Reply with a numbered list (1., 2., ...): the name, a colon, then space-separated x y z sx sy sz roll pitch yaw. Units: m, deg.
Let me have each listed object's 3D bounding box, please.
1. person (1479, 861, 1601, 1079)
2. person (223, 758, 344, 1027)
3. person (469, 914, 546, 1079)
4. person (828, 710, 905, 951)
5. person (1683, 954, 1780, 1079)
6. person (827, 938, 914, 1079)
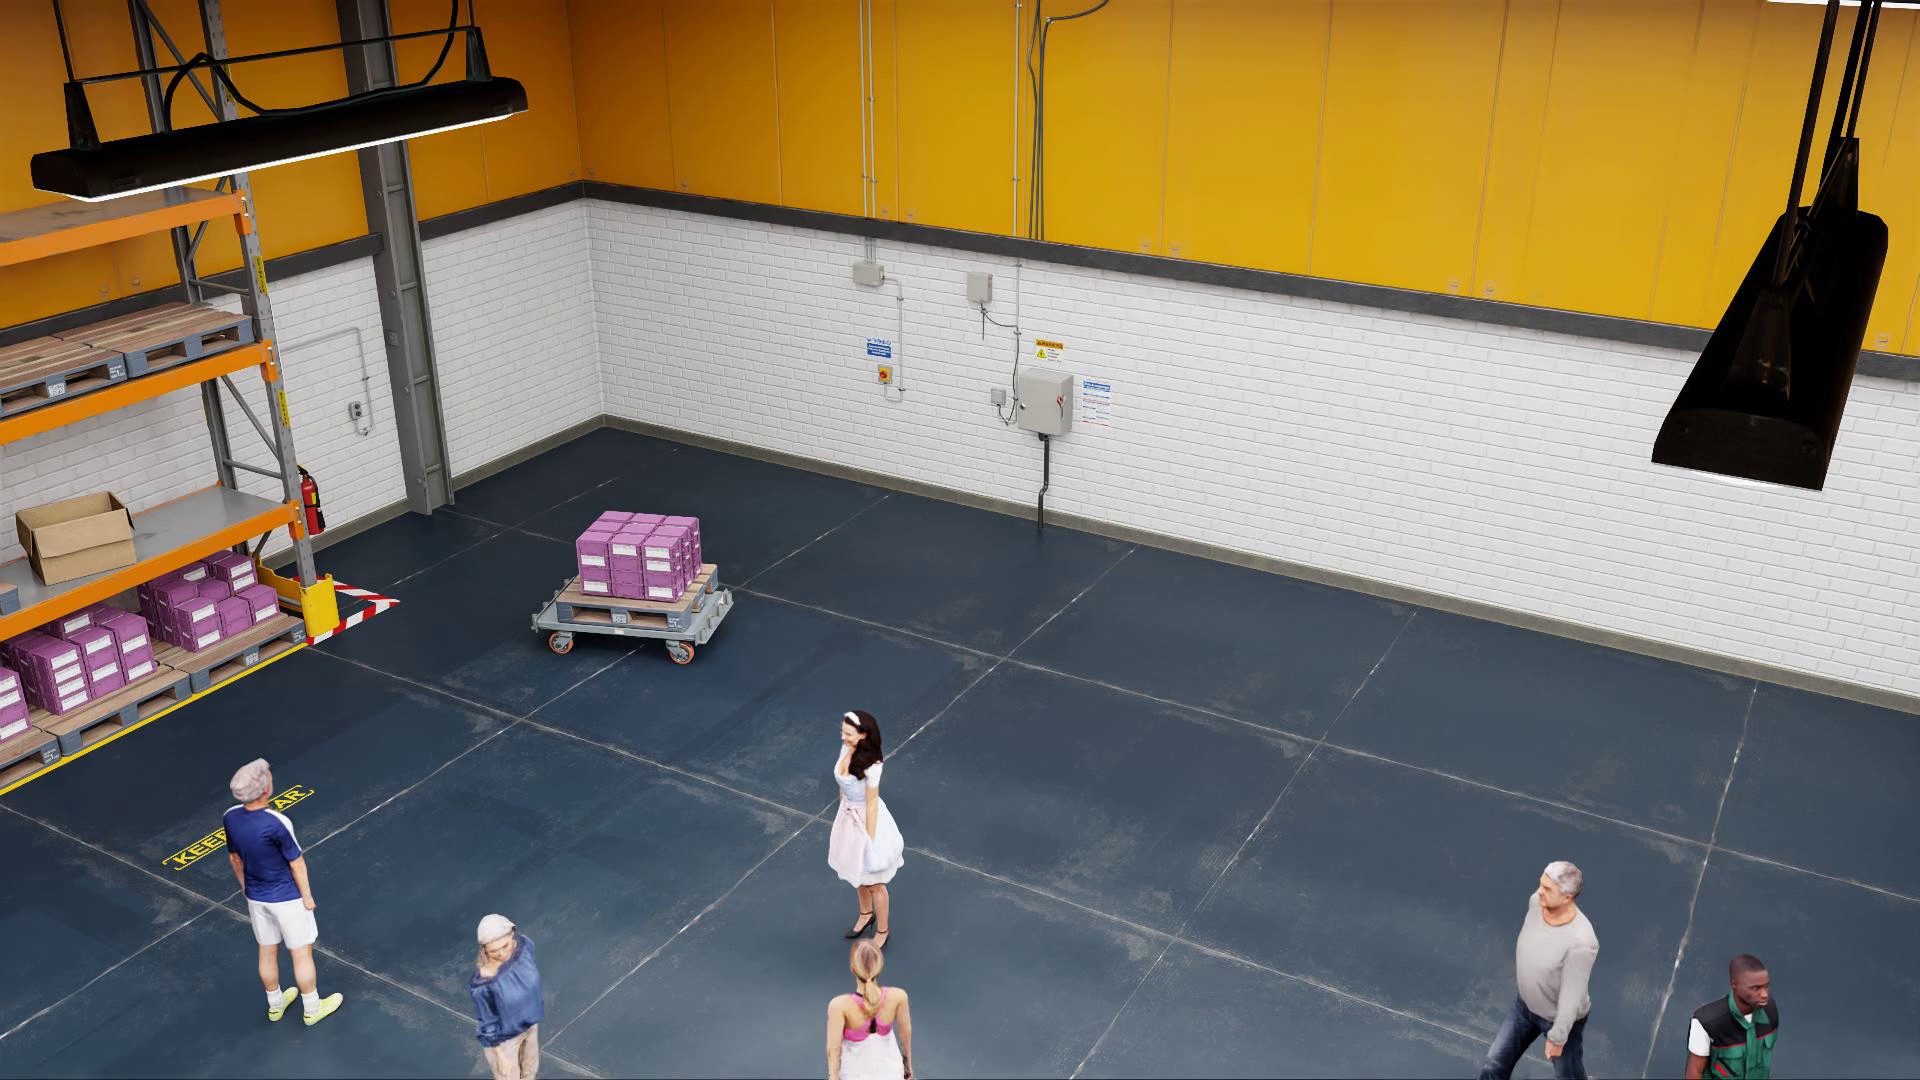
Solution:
1. person: 3.341 2.598 9.217 1.300 1.859 1.234 -7 25 -15
2. person: -4.210 2.167 10.228 0.694 1.839 0.652 6 24 13
3. person: -2.491 2.701 9.211 0.894 1.675 0.599 4 24 9
4. person: -0.631 1.901 10.869 0.883 1.812 0.845 -14 27 -29
5. person: 3.896 2.894 8.562 0.751 1.840 0.846 -10 26 -22
6. person: -0.437 2.909 8.650 1.123 1.743 1.214 -5 24 -12
